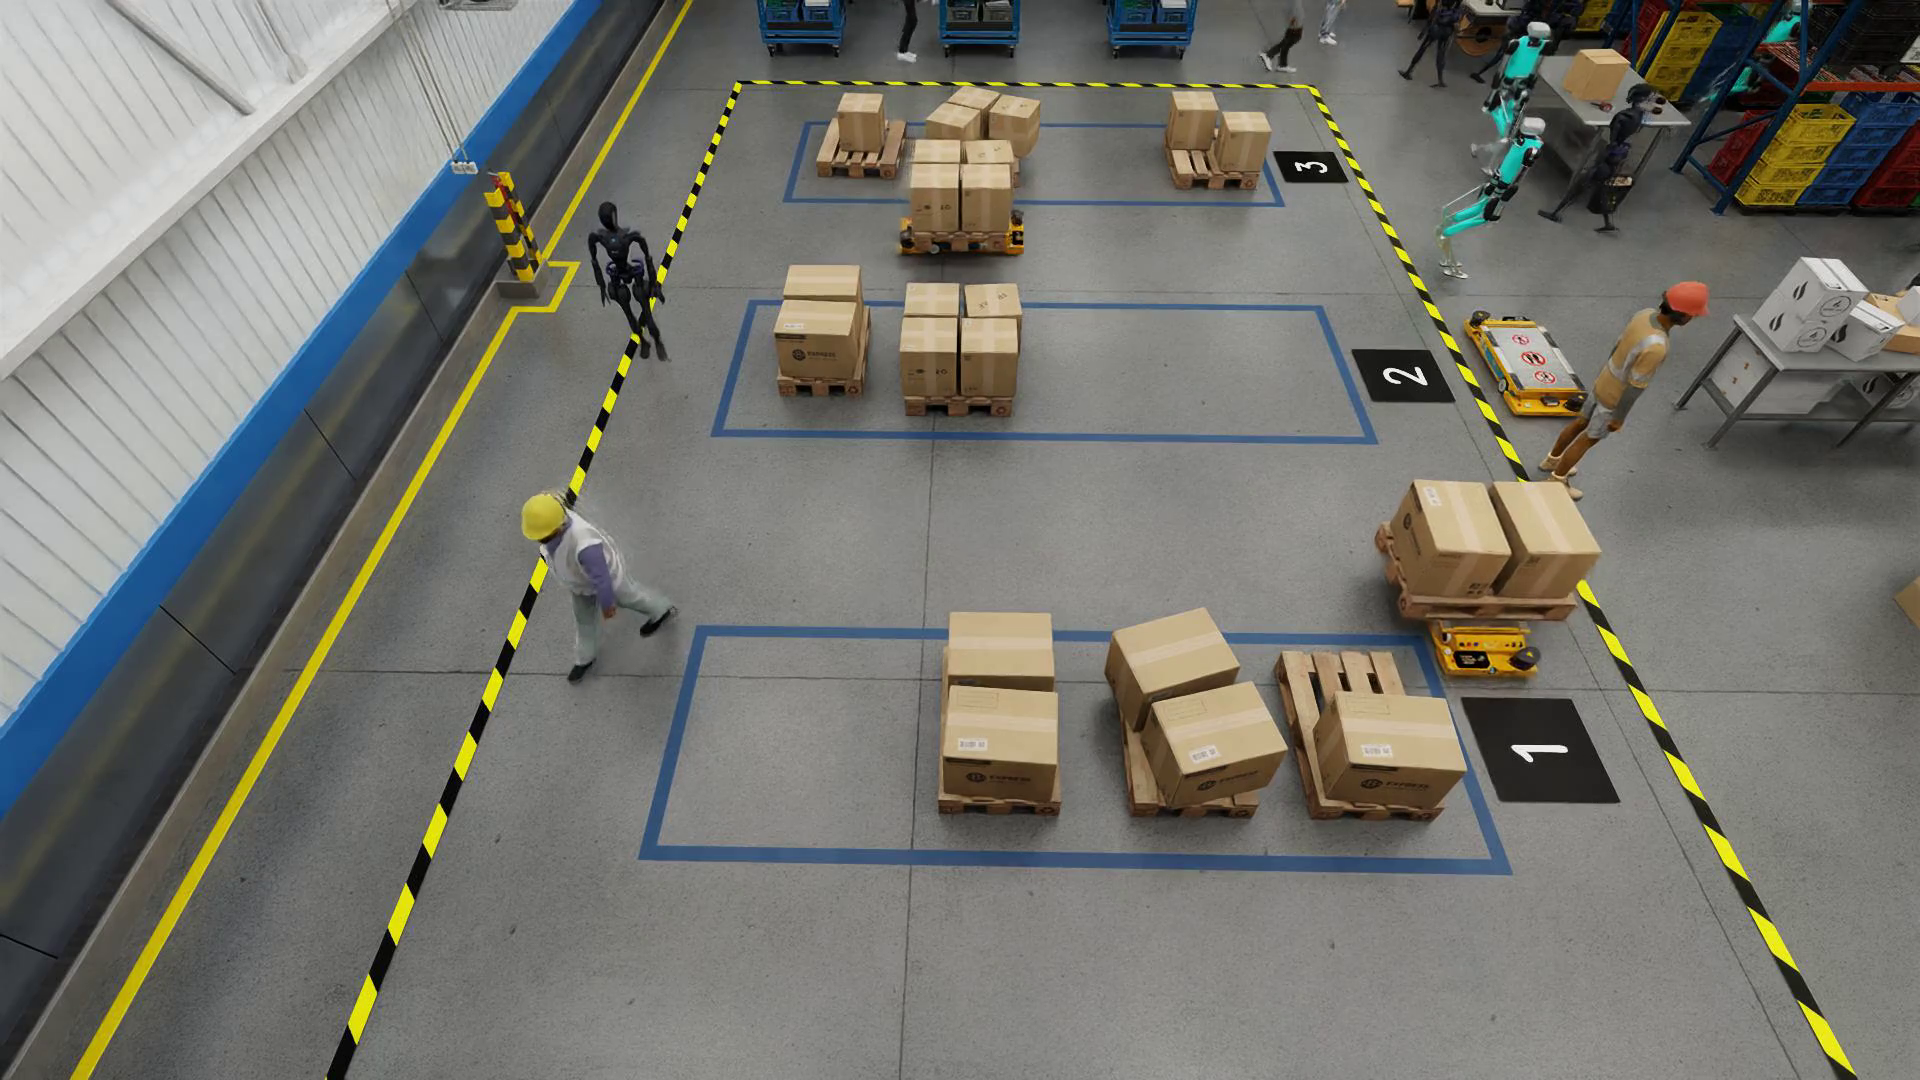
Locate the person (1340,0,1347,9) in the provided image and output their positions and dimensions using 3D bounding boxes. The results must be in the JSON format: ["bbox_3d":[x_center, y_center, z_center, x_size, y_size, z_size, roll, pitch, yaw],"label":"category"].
[{"bbox_3d":[6.322,-9.535,14.713,0.619,1.890,0.461,15,51,13],"label":"person"}]

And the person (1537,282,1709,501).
[{"bbox_3d":[5.316,-1.182,7.385,0.377,2.040,0.613,14,51,12],"label":"person"}]

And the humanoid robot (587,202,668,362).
[{"bbox_3d":[-3.145,-2.431,8.705,0.593,1.644,0.367,-7,49,-6],"label":"humanoid robot"}]

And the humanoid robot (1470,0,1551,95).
[{"bbox_3d":[7.835,-7.121,12.811,0.611,1.608,0.836,-24,53,-19],"label":"humanoid robot"}]

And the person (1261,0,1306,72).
[{"bbox_3d":[4.778,-7.637,13.105,0.495,1.836,0.598,5,49,4],"label":"person"}]

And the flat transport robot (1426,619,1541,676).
[{"bbox_3d":[3.923,0.402,7.167,0.652,0.197,1.431,1,49,1],"label":"flat transport robot"}]

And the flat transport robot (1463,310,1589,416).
[{"bbox_3d":[5.573,-1.757,9.054,0.659,0.231,1.431,1,49,1],"label":"flat transport robot"}]

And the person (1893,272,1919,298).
[{"bbox_3d":[10.340,-3.164,9.239,0.332,1.837,0.506,-23,53,-19],"label":"person"}]

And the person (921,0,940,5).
[{"bbox_3d":[-0.476,-9.800,14.960,0.530,1.863,0.309,30,56,24],"label":"person"}]

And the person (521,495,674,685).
[{"bbox_3d":[-2.564,0.263,6.305,0.610,1.769,0.957,27,54,21],"label":"person"}]

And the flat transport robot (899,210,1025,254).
[{"bbox_3d":[0.028,-3.582,10.615,1.431,0.197,0.652,1,49,1],"label":"flat transport robot"}]

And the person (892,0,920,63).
[{"bbox_3d":[-0.769,-8.066,13.490,0.408,1.814,0.616,8,50,7],"label":"person"}]

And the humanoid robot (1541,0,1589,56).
[{"bbox_3d":[8.660,-7.530,13.121,0.334,1.656,0.609,-14,51,-12],"label":"humanoid robot"}]

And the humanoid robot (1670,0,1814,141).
[{"bbox_3d":[9.891,-5.994,11.780,0.904,1.807,0.545,9,50,8],"label":"humanoid robot"}]

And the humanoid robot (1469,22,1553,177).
[{"bbox_3d":[6.702,-5.255,11.113,0.556,1.735,1.036,-4,49,-3],"label":"humanoid robot"}]

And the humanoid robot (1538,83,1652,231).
[{"bbox_3d":[7.353,-4.284,10.351,0.609,1.635,0.817,-36,58,-27],"label":"humanoid robot"}]

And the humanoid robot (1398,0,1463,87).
[{"bbox_3d":[6.826,-7.305,12.954,0.589,1.621,0.775,-23,53,-18],"label":"humanoid robot"}]

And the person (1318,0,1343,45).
[{"bbox_3d":[5.865,-8.540,13.948,0.318,1.742,0.492,9,50,8],"label":"person"}]

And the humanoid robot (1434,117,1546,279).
[{"bbox_3d":[5.379,-3.559,9.555,0.735,1.676,0.533,8,50,7],"label":"humanoid robot"}]
